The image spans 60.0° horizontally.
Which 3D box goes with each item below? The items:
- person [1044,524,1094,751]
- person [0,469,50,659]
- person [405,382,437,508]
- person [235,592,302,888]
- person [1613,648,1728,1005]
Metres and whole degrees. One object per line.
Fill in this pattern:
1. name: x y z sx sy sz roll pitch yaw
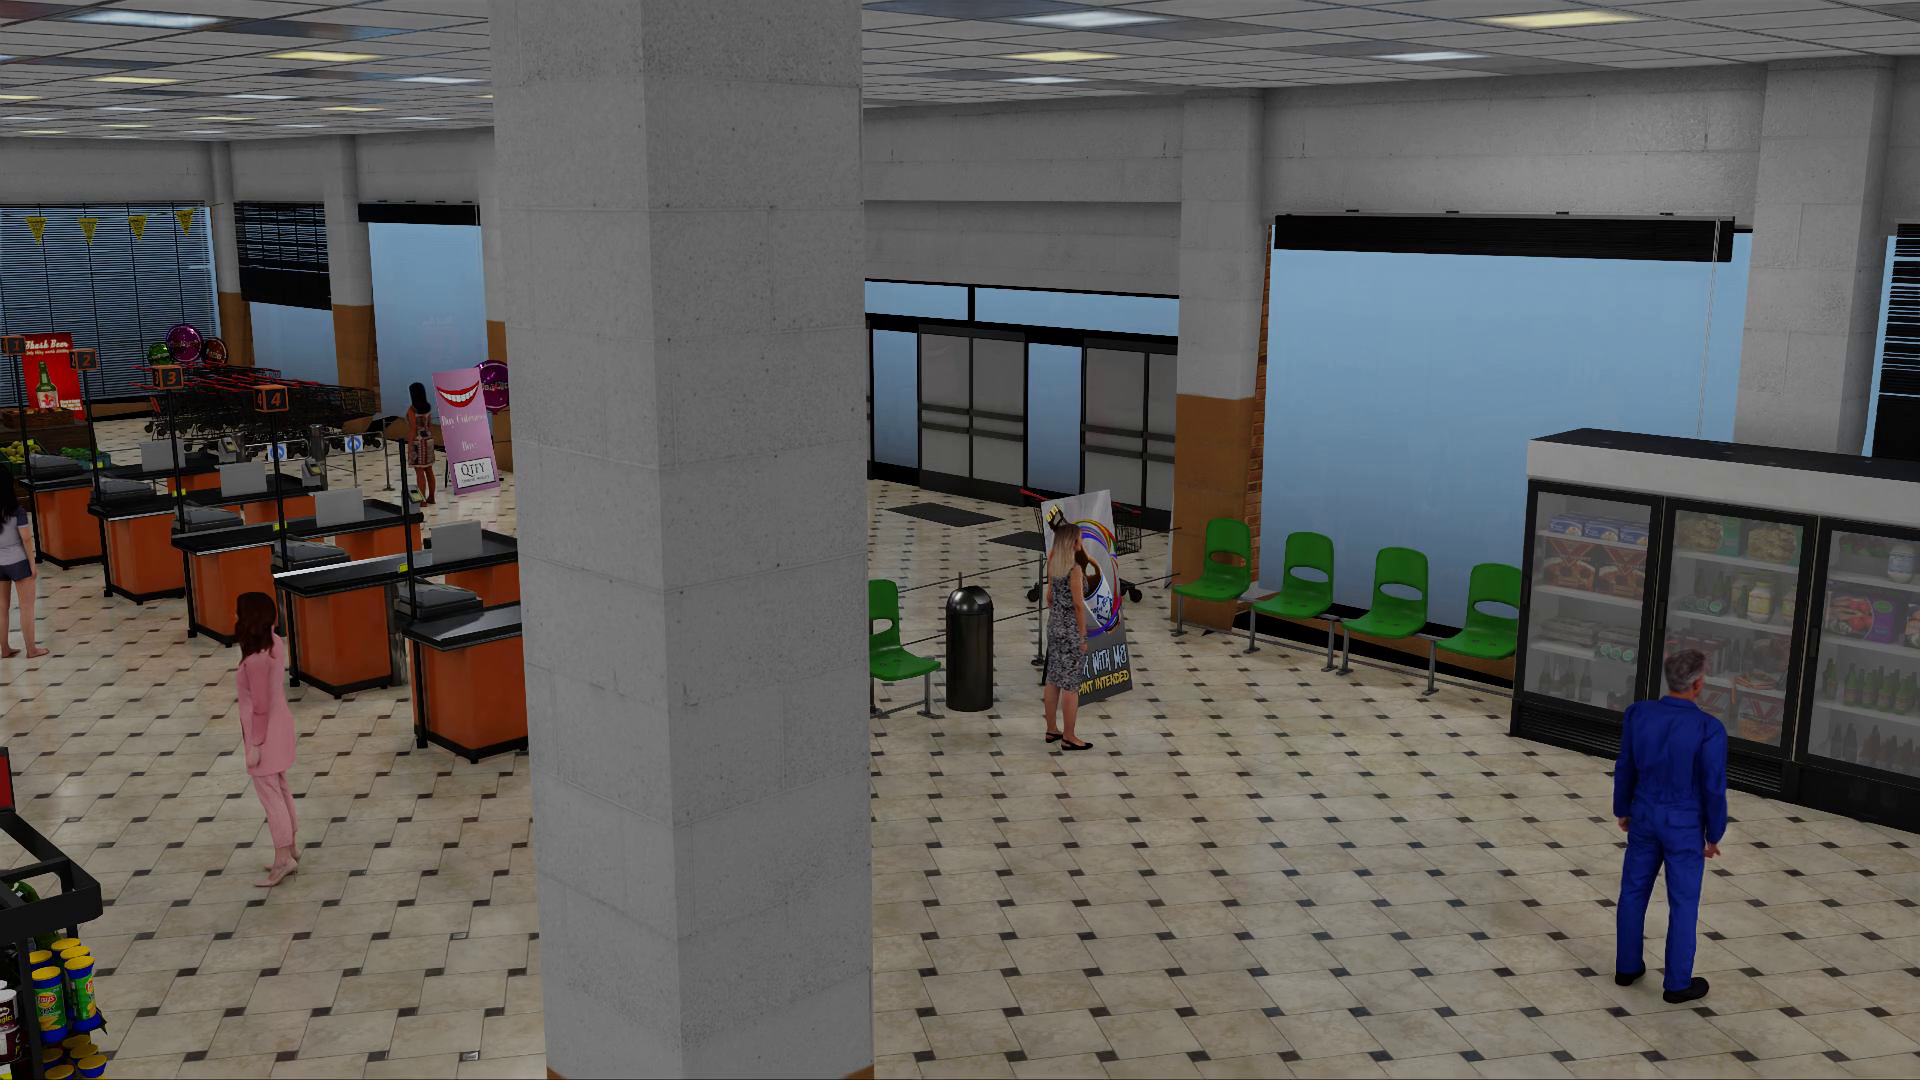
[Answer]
1. person: 0.784 0.713 12.434 0.575 1.704 0.623 -7 14 -29
2. person: -8.474 0.206 14.835 0.673 1.706 0.709 1 12 6
3. person: -7.129 -1.272 21.998 0.784 1.645 0.643 4 12 17
4. person: -4.141 1.180 9.972 0.715 1.803 0.685 -2 12 -7
5. person: 3.658 1.458 8.597 0.572 1.827 0.734 -10 15 -39
